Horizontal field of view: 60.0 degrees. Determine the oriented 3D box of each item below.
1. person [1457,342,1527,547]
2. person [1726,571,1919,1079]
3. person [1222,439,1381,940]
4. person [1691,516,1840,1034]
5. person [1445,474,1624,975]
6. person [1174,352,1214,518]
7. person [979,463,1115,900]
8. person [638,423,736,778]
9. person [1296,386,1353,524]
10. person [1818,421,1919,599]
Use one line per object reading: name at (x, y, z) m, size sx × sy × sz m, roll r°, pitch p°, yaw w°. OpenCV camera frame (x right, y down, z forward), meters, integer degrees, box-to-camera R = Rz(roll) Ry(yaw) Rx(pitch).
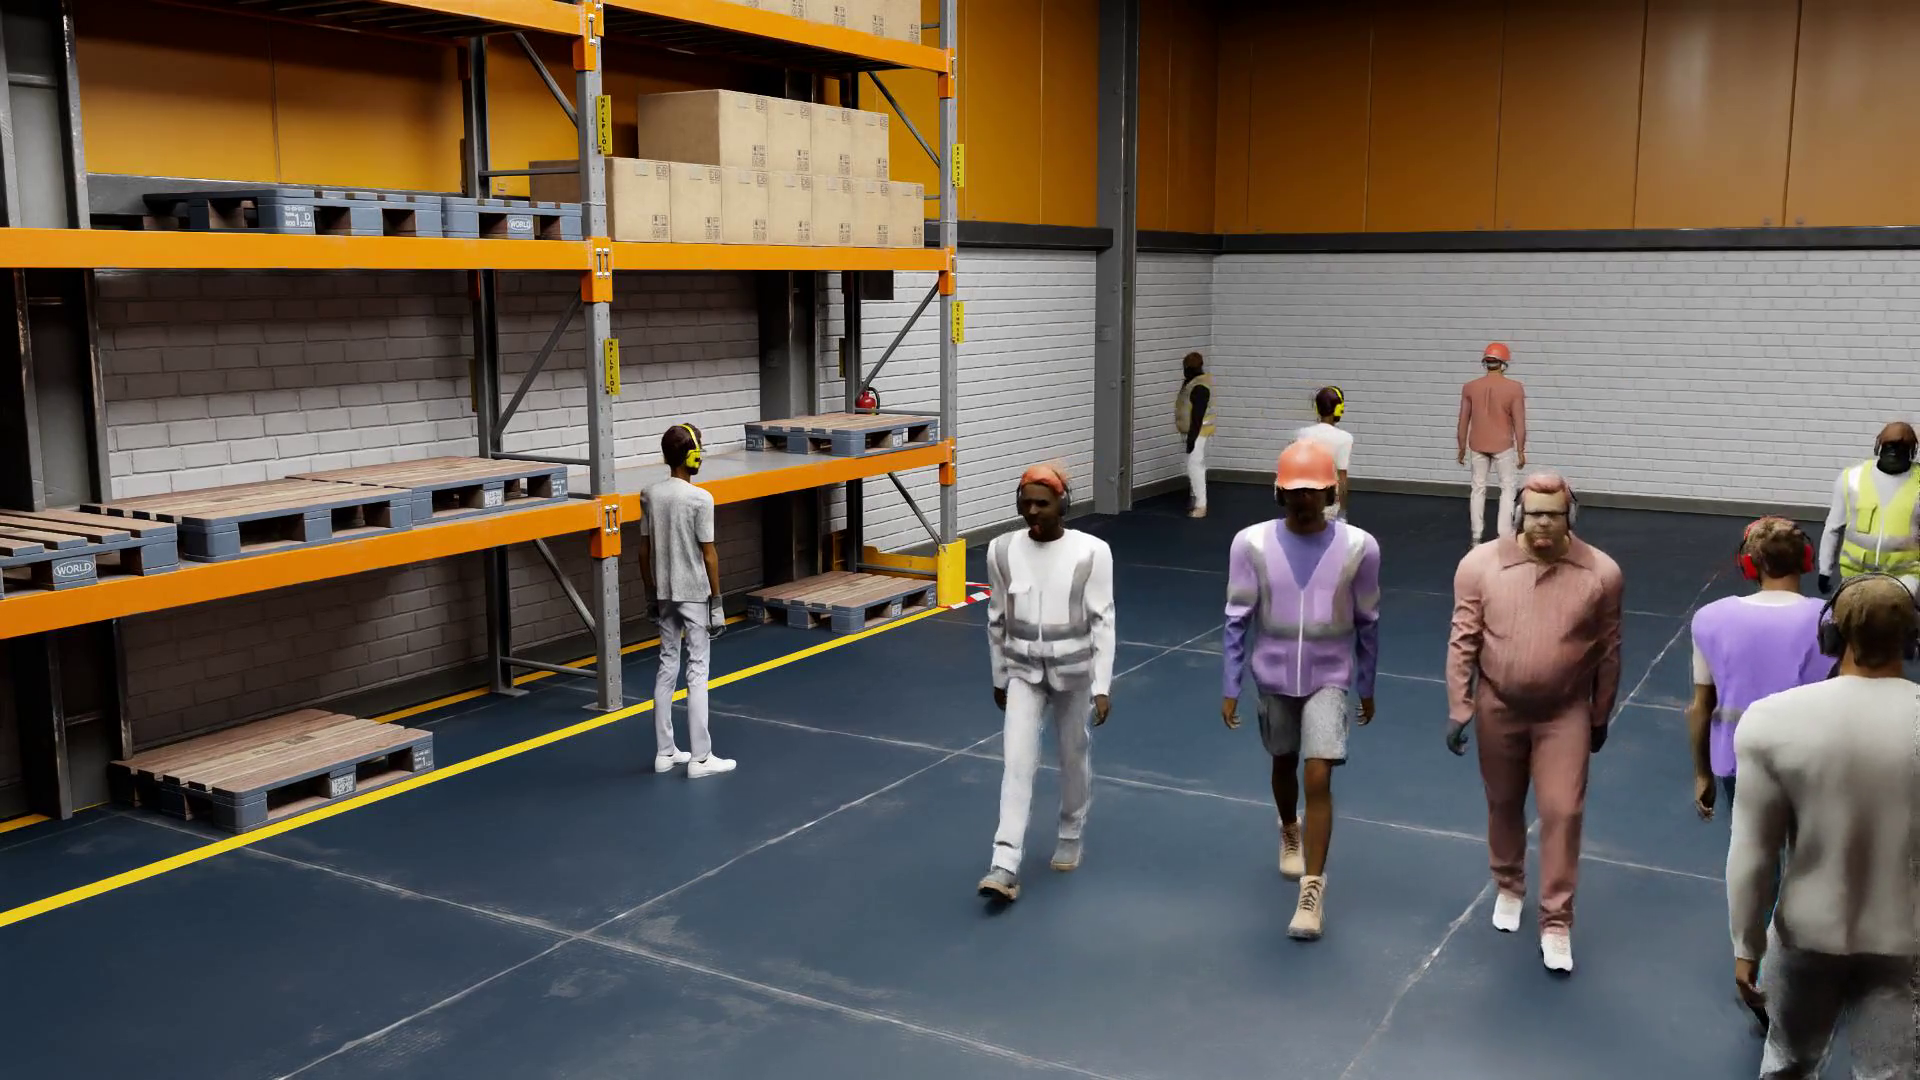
person at (5.078, -0.890, 15.944) m, size 0.695 × 1.987 × 0.582 m, roll 8°, pitch 12°, yaw 39°
person at (2.353, 1.016, 4.360) m, size 0.655 × 1.884 × 1.020 m, roll 4°, pitch 10°, yaw 25°
person at (1.419, 0.558, 6.946) m, size 0.625 × 1.988 × 1.014 m, roll 3°, pitch 9°, yaw 16°
person at (2.784, 0.832, 5.710) m, size 0.612 × 1.817 × 0.476 m, roll 8°, pitch 12°, yaw 42°
person at (2.206, 0.688, 6.445) m, size 0.642 × 1.874 × 0.864 m, roll 4°, pitch 10°, yaw 21°
person at (2.551, -1.156, 18.208) m, size 0.433 × 1.809 × 0.746 m, roll 0°, pitch 9°, yaw 2°
person at (0.366, 0.600, 7.090) m, size 0.597 × 1.832 × 0.969 m, roll 3°, pitch 10°, yaw 17°
person at (-1.451, 0.319, 8.775) m, size 0.534 × 1.866 × 0.315 m, roll 6°, pitch 11°, yaw 31°
person at (2.708, -0.238, 12.403) m, size 0.542 × 1.819 × 0.973 m, roll 9°, pitch 13°, yaw 44°
person at (5.538, 0.166, 10.001) m, size 0.639 × 1.791 × 0.995 m, roll 7°, pitch 12°, yaw 38°
